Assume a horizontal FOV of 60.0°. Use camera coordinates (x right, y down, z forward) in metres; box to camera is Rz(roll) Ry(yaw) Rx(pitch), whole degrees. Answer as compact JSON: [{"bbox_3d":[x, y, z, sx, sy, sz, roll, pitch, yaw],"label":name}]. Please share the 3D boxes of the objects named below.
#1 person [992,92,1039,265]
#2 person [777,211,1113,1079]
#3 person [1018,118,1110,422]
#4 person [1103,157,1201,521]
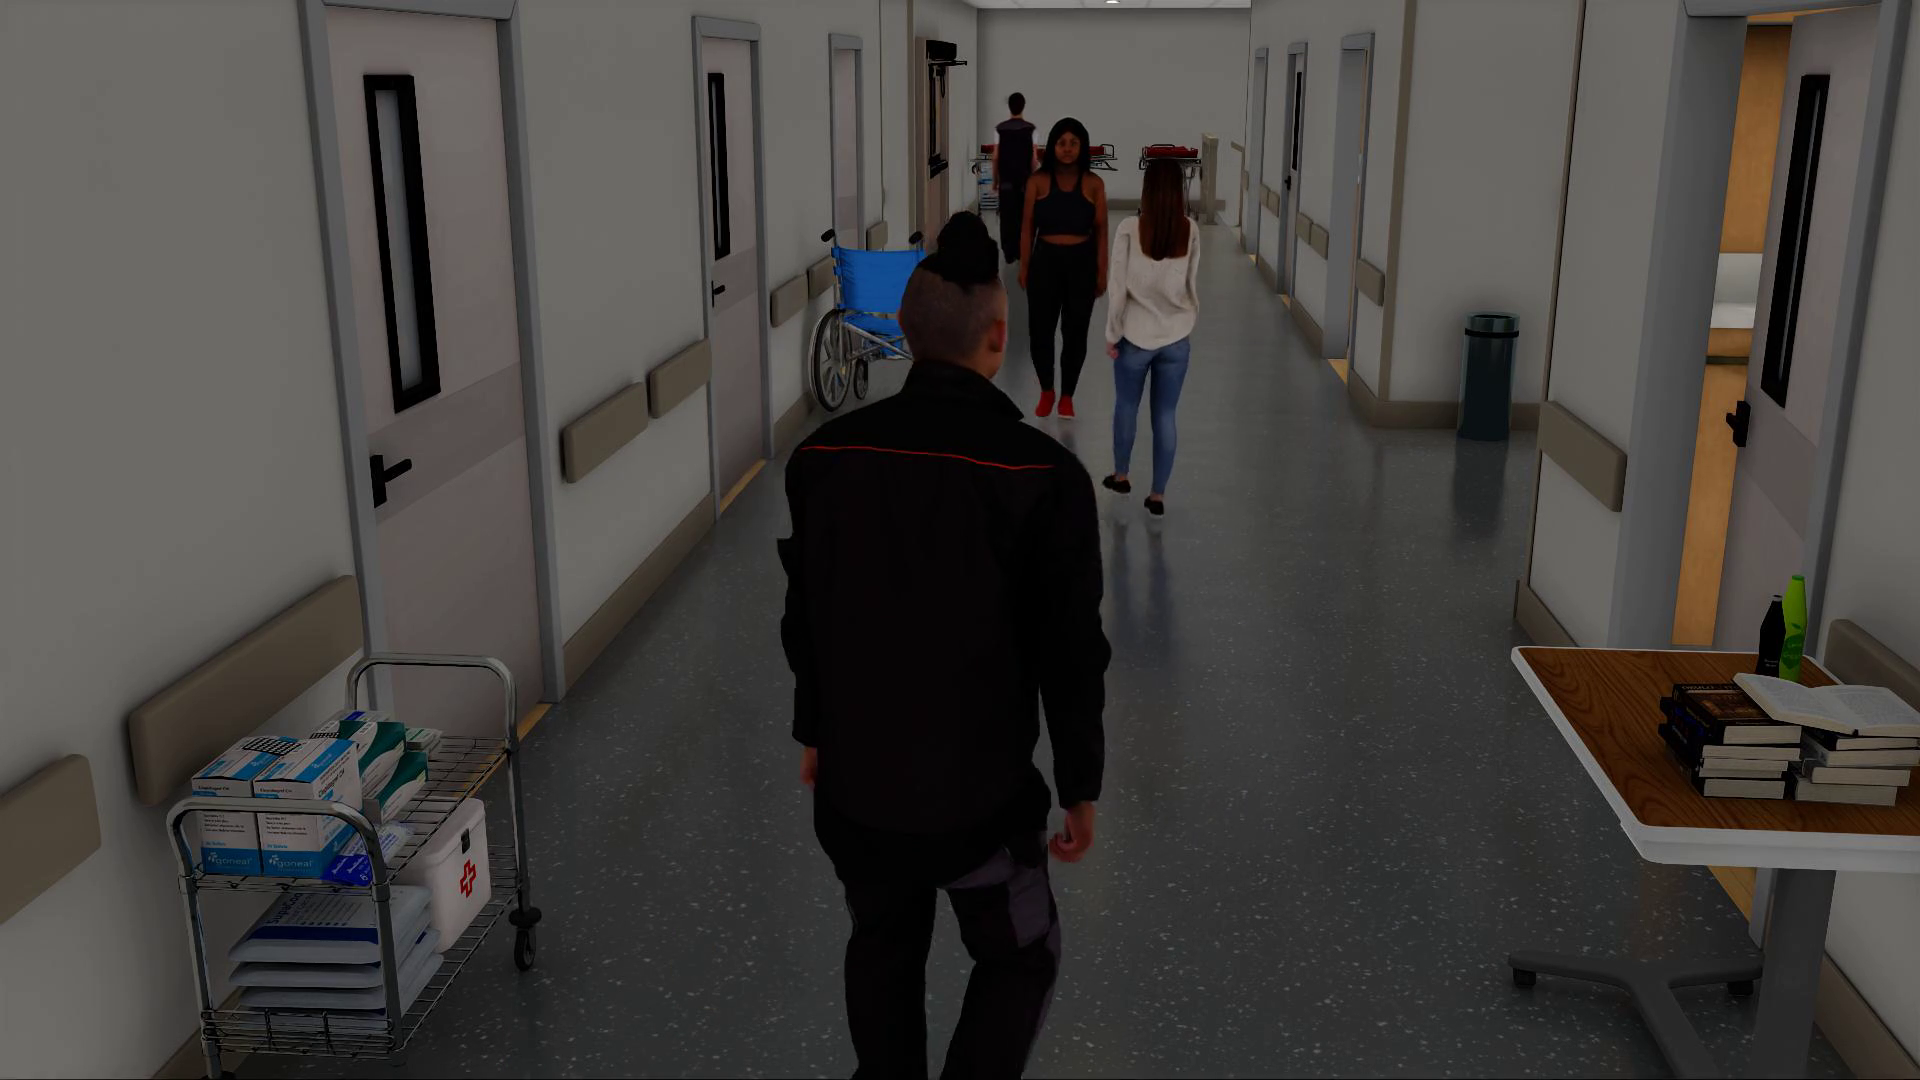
[{"bbox_3d":[0.598,-3.909,18.146,0.683,1.814,1.150,1,16,2],"label":"person"},{"bbox_3d":[-0.080,0.391,2.833,0.889,1.847,0.866,6,17,19],"label":"person"},{"bbox_3d":[0.625,-1.631,10.086,0.710,1.804,0.685,0,16,1],"label":"person"},{"bbox_3d":[0.937,-0.919,7.805,0.680,1.672,0.811,-2,16,-6],"label":"person"}]
